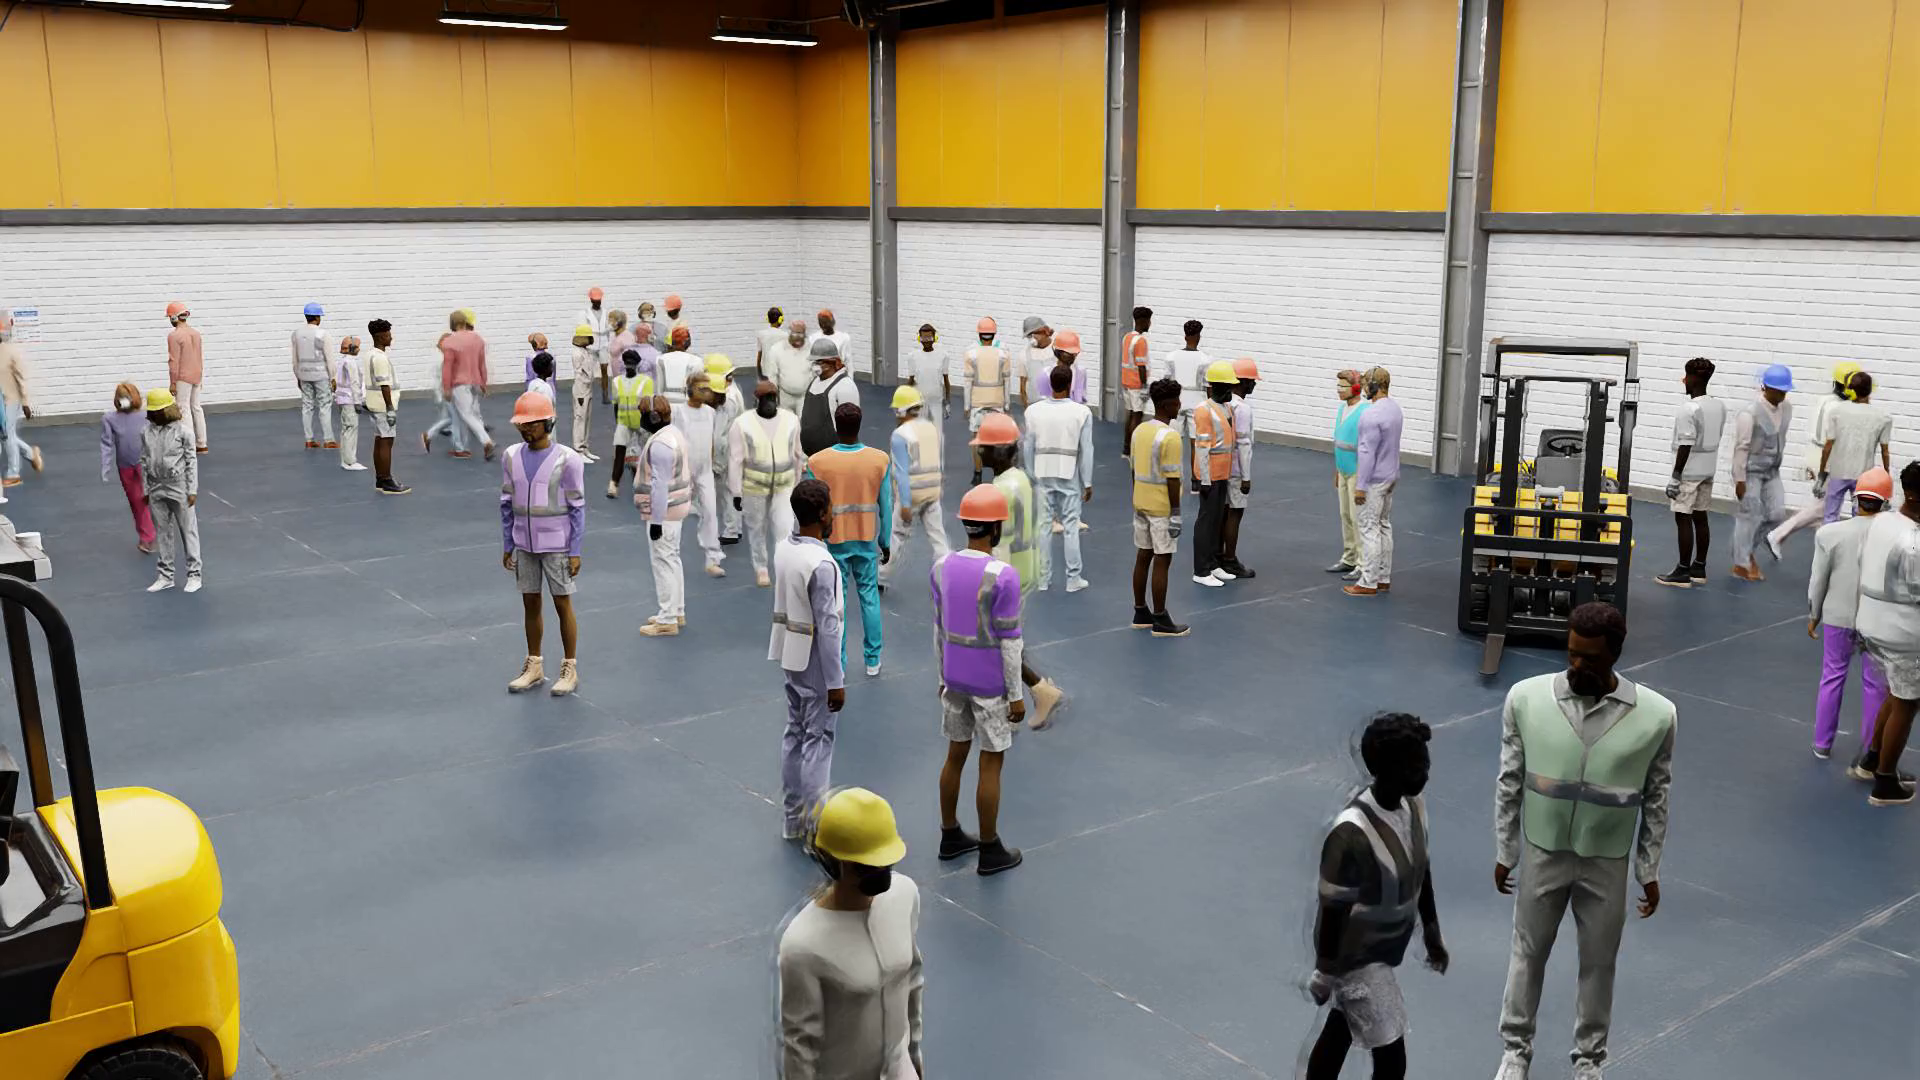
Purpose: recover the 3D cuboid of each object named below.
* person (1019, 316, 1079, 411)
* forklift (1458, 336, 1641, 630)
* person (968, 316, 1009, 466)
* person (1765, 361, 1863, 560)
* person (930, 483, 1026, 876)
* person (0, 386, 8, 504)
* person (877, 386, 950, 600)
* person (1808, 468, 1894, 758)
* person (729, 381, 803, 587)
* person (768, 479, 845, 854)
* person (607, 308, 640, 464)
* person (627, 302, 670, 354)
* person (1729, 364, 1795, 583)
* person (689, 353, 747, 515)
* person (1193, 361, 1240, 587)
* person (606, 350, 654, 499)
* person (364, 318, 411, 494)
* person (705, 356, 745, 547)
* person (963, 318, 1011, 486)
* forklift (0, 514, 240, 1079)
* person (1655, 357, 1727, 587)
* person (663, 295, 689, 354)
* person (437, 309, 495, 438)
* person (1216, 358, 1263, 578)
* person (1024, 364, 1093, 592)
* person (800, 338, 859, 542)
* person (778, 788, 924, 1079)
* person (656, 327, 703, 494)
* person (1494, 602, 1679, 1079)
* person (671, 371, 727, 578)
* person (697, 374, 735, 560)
[{"bbox_3d":[1.004,-1.575,18.840,0.750,2.000,0.580,3,12,15],"label":"person"},{"bbox_3d":[4.683,-0.471,13.136,1.214,2.155,2.313,4,12,20],"label":"forklift"},{"bbox_3d":[0.351,-1.838,20.587,0.509,1.844,0.329,-2,12,-10],"label":"person"},{"bbox_3d":[7.749,-0.697,15.015,0.718,1.879,0.614,5,13,24],"label":"person"},{"bbox_3d":[0.106,0.681,8.231,0.546,1.930,0.394,11,16,43],"label":"person"},{"bbox_3d":[-10.554,-1.179,17.927,0.527,1.630,0.314,-2,12,-10],"label":"person"},{"bbox_3d":[-0.406,-0.377,13.729,0.950,1.769,0.604,9,15,39],"label":"person"},{"bbox_3d":[5.295,0.444,9.782,0.563,1.753,0.327,7,14,32],"label":"person"},{"bbox_3d":[-1.605,-0.429,13.916,0.644,1.786,0.972,-4,12,-17],"label":"person"},{"bbox_3d":[-0.756,0.638,8.444,0.388,1.921,0.593,-6,13,-28],"label":"person"},{"bbox_3d":[-4.186,-1.916,20.746,0.357,1.937,0.641,-5,13,-25],"label":"person"},{"bbox_3d":[-4.165,-2.223,22.265,0.636,1.928,0.380,-7,14,-32],"label":"person"},{"bbox_3d":[6.880,-0.561,14.252,0.638,1.912,0.525,-5,13,-24],"label":"person"},{"bbox_3d":[-2.535,-1.092,17.323,0.843,1.696,0.487,1,12,6],"label":"person"},{"bbox_3d":[2.201,-0.574,14.285,0.366,1.927,0.585,6,13,28],"label":"person"},{"bbox_3d":[-3.621,-1.297,18.461,0.522,1.651,0.869,2,12,11],"label":"person"},{"bbox_3d":[-6.456,-1.497,18.648,0.367,1.966,0.606,-7,14,-32],"label":"person"},{"bbox_3d":[-2.234,-0.845,15.858,0.403,1.821,0.602,-1,12,-3],"label":"person"},{"bbox_3d":[0.306,-1.581,19.162,0.552,1.933,0.403,-1,12,-6],"label":"person"},{"bbox_3d":[-3.687,1.115,5.480,2.313,2.155,1.214,-9,15,-36],"label":"forklift"},{"bbox_3d":[6.253,-0.579,14.209,0.617,1.964,0.361,-8,14,-35],"label":"person"},{"bbox_3d":[-4.086,-2.592,24.094,0.519,1.911,0.618,-8,14,-35],"label":"person"},{"bbox_3d":[-6.852,-2.296,22.942,0.872,1.779,0.616,-3,12,-12],"label":"person"},{"bbox_3d":[2.428,-0.627,14.536,0.388,1.930,0.544,-2,12,-11],"label":"person"},{"bbox_3d":[0.827,-0.514,14.023,0.590,1.916,0.393,4,12,19],"label":"person"},{"bbox_3d":[-1.242,-0.877,15.471,0.536,2.000,0.684,-9,15,-38],"label":"person"},{"bbox_3d":[-0.262,1.515,4.609,0.363,1.751,0.550,11,16,42],"label":"person"},{"bbox_3d":[-3.119,-1.446,18.631,0.568,1.878,0.351,3,12,13],"label":"person"},{"bbox_3d":[2.244,1.141,6.038,0.590,1.913,0.396,4,12,19],"label":"person"},{"bbox_3d":[-2.394,-0.604,14.752,0.524,1.811,0.949,-9,15,-38],"label":"person"},{"bbox_3d":[-2.338,-0.716,15.549,0.504,1.695,0.877,-7,13,-29],"label":"person"}]
